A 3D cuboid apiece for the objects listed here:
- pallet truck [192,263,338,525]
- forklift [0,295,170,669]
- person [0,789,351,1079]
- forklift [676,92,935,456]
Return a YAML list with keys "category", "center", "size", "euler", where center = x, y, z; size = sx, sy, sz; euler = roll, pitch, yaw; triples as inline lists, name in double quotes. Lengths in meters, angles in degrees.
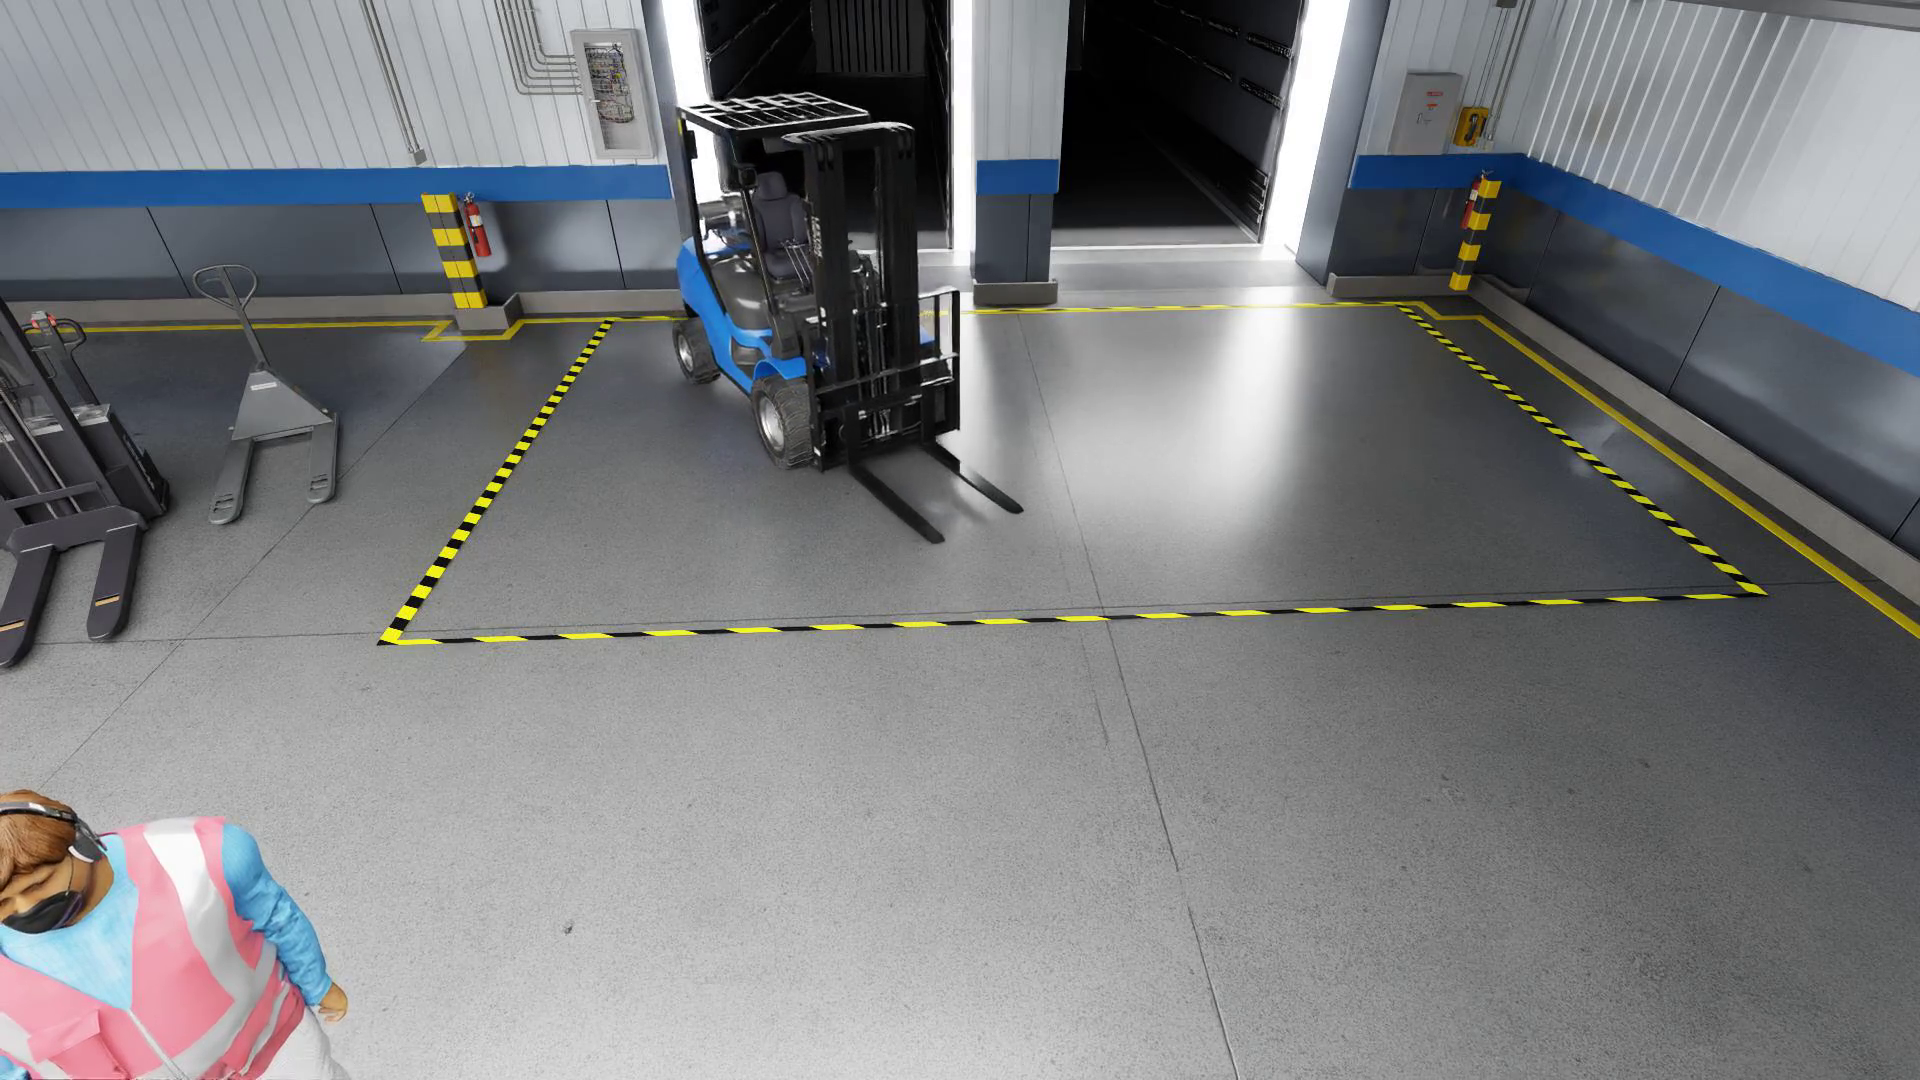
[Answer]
- category: "pallet truck"
  center: [-4.778, -1.027, 6.128]
  size: [0.680, 1.201, 1.601]
  euler: [-17, 38, -23]
- category: "forklift"
  center: [-5.212, -0.618, 4.878]
  size: [0.823, 1.965, 1.885]
  euler: [-20, 39, -26]
- category: "person"
  center: [-1.890, 1.279, 2.288]
  size: [0.431, 1.842, 0.622]
  euler: [30, 44, 35]
- category: "forklift"
  center: [-1.197, -2.053, 6.626]
  size: [1.157, 2.036, 2.680]
  euler: [-21, 40, -27]
